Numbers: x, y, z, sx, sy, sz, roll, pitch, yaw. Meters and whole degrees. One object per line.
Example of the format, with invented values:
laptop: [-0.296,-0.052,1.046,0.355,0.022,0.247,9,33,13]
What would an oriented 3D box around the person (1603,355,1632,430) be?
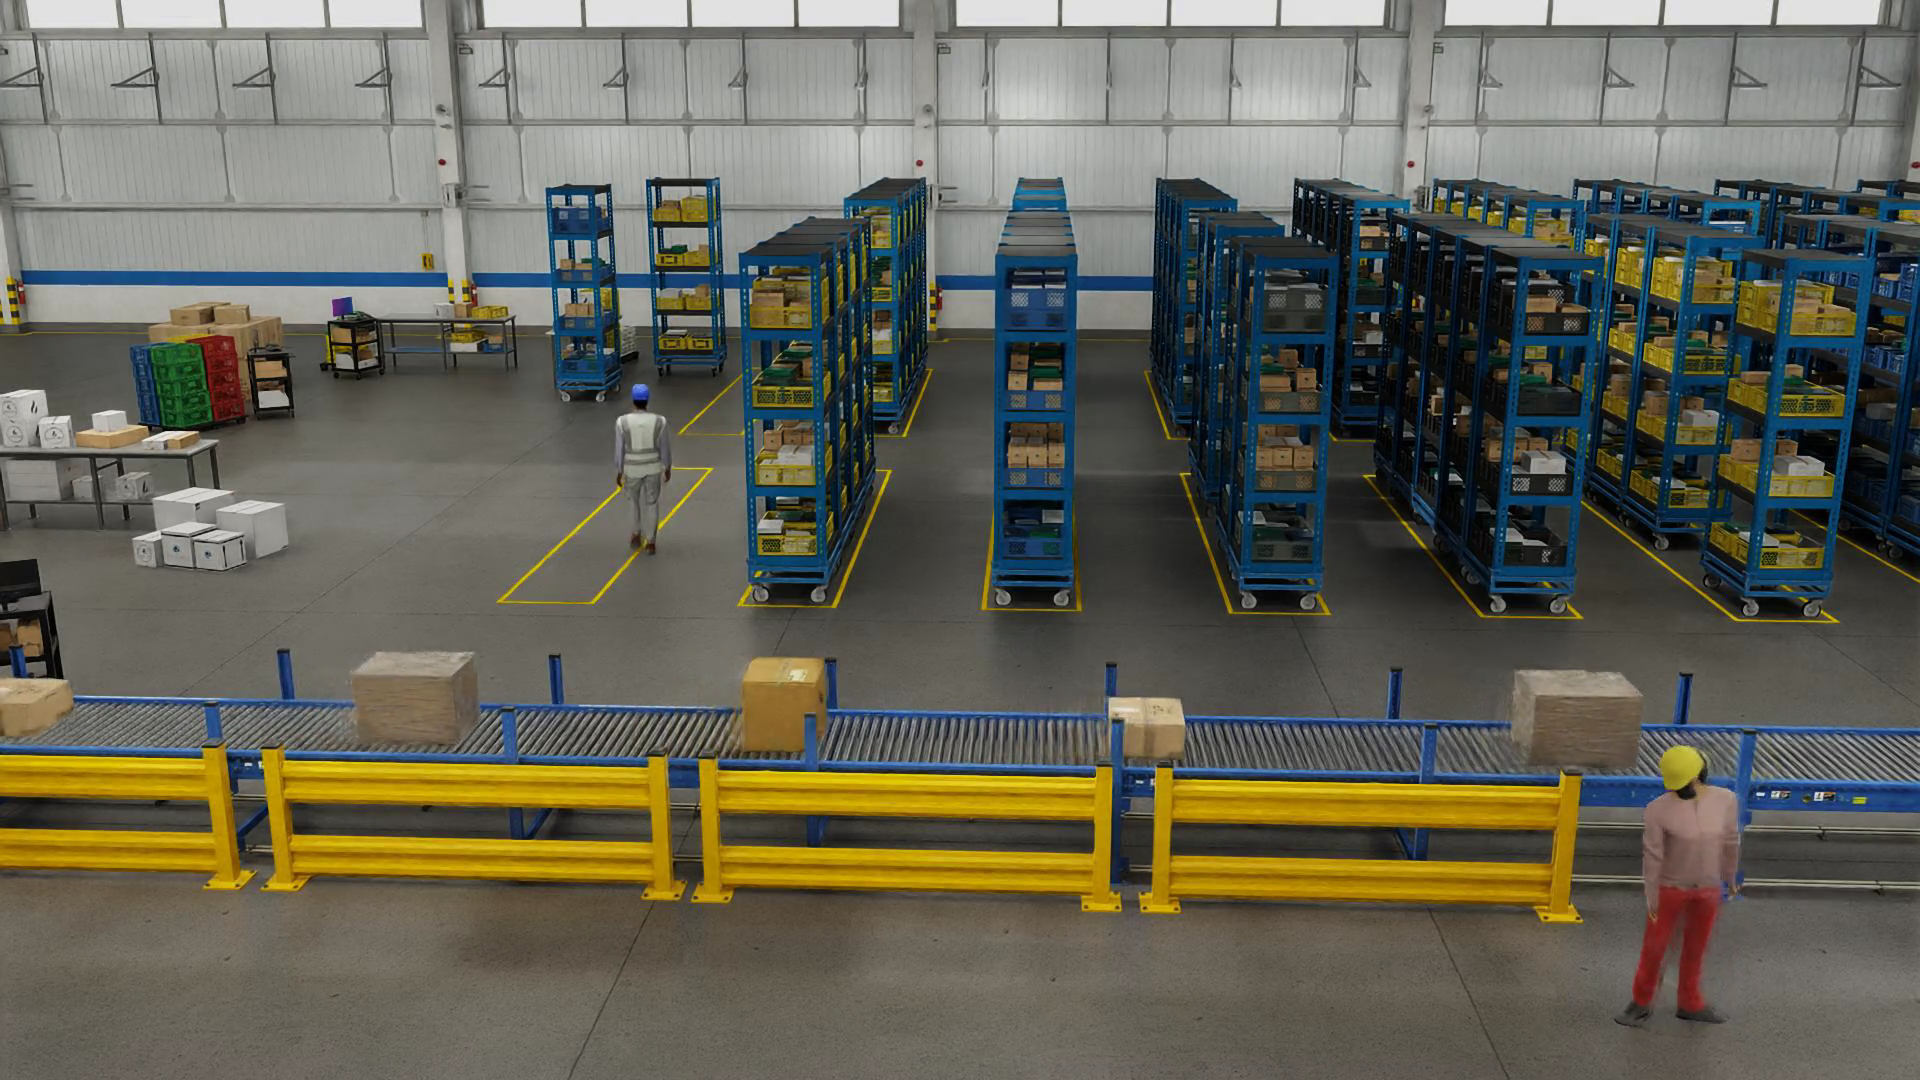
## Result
person: [9.962,-2.464,25.213,0.586,1.833,0.403,-3,15,-10]

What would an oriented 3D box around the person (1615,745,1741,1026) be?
person: [4.044,1.921,9.162,0.645,1.718,0.324,-2,15,-7]

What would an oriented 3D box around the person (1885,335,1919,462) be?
person: [13.403,-2.016,23.540,0.636,1.828,0.562,4,16,15]

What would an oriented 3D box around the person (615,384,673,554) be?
person: [-3.614,-0.838,18.995,0.656,1.918,0.791,-4,16,-14]
